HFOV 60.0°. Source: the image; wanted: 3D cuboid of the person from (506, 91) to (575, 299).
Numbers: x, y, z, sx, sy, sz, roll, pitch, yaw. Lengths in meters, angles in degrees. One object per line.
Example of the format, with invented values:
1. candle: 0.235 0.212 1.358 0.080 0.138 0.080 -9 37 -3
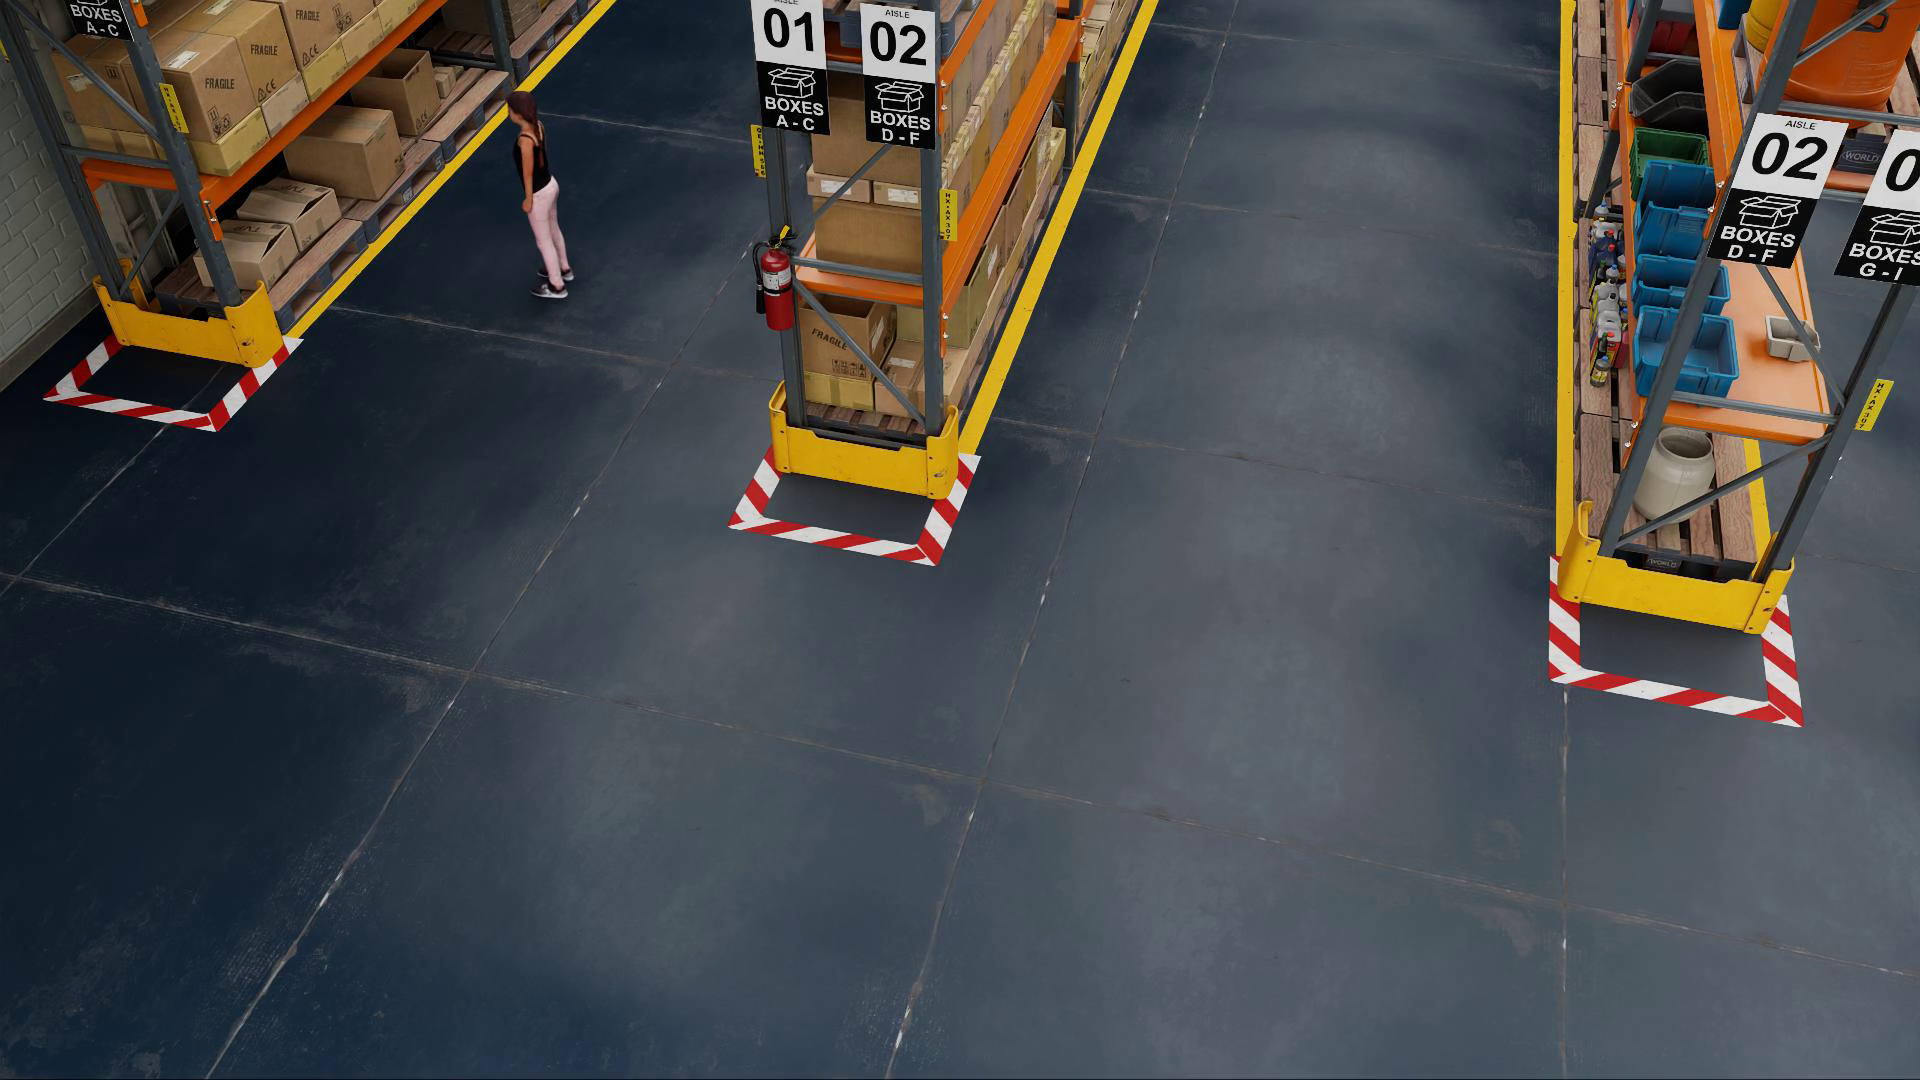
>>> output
1. person: -2.957 -2.442 11.711 0.598 1.564 0.492 4 43 5
